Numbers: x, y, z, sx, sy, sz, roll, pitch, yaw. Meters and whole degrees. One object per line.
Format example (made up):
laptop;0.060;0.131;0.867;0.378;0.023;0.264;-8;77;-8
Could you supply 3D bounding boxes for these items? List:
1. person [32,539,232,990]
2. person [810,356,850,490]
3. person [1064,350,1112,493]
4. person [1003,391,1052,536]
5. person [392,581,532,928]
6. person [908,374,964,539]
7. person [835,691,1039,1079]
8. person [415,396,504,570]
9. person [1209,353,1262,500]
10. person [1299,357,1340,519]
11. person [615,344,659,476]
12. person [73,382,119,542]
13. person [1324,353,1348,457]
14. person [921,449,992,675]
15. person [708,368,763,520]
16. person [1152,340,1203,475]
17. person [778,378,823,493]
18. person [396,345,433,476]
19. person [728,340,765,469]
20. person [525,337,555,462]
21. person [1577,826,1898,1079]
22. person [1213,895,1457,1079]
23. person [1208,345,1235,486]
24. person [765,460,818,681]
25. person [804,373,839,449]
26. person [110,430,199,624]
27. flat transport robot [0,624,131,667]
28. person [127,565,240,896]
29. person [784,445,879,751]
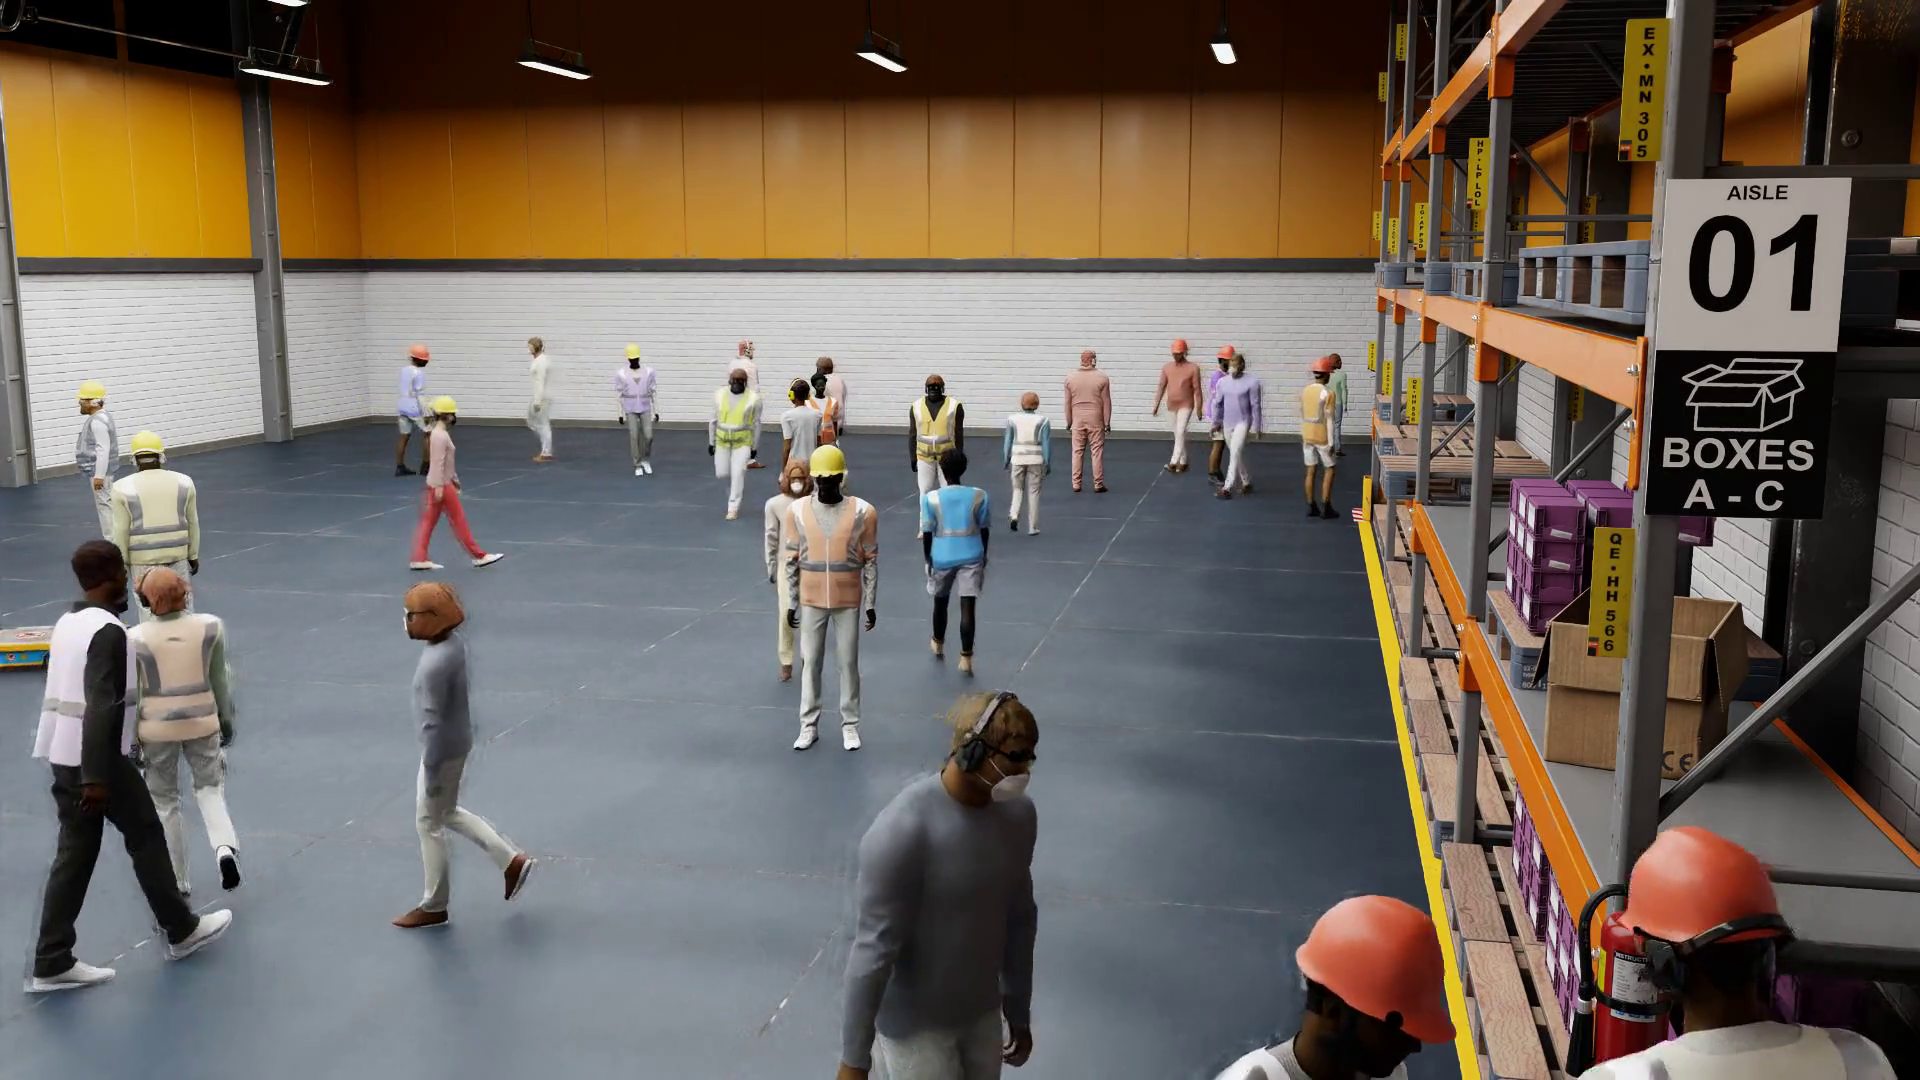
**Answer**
person;-3.605;0.936;7.122;0.680;1.854;0.900;8;12;41
person;-1.734;-1.531;22.113;0.728;1.819;0.631;7;12;38
person;1.710;-1.574;22.122;0.639;1.902;0.406;3;10;18
person;0.750;-0.855;18.618;0.565;1.620;0.380;3;10;15
person;-2.316;0.974;7.581;0.549;1.616;0.516;-1;9;-3
person;-0.266;-0.913;18.361;0.618;1.836;0.432;1;10;8
person;-0.037;1.341;4.554;0.441;1.902;0.709;8;12;40
person;-5.008;-0.555;16.490;0.906;1.724;0.543;-3;10;-20
person;3.603;-1.490;21.676;0.649;1.885;1.041;9;13;43
person;4.295;-1.220;19.902;0.396;1.929;0.567;-7;12;-36
person;-4.618;-1.860;23.822;0.609;1.902;0.426;-3;10;-17
person;-8.896;-0.719;17.168;0.404;1.830;0.601;-4;10;-24
person;5.887;-2.128;26.261;0.497;1.633;0.285;7;12;37
person;-0.029;0.141;12.516;0.544;1.644;0.859;-1;9;-5
person;-2.669;-1.161;19.885;0.649;1.818;0.590;1;10;8
person;3.104;-1.907;23.996;0.642;1.938;1.027;7;12;38
person;-1.641;-0.728;17.113;0.520;1.873;0.328;-8;12;-39
person;-7.763;-1.840;23.786;0.551;1.893;0.617;9;13;44
person;-3.172;-2.020;24.786;0.403;1.906;0.651;-8;12;-40
person;-6.459;-2.146;25.484;0.438;1.925;0.657;-3;10;-17
person;1.380;1.522;3.124;0.636;2.011;0.673;-1;10;-8
person;0.620;1.577;3.143;0.622;1.894;0.502;-8;13;-41
person;3.607;-1.700;22.804;0.391;1.929;0.557;4;10;22
person;-1.155;0.221;12.184;0.519;1.609;0.662;-2;10;-11
person;-1.743;-1.229;20.655;0.532;1.696;0.319;-4;10;-24
person;-5.881;0.112;12.174;0.593;1.828;0.403;-8;13;-41
flat transport robot;-7.123;0.816;12.616;1.431;0.197;0.652;-2;10;-12
person;-3.682;0.926;7.884;0.520;1.619;0.502;-8;12;-40
person;-0.802;0.363;10.371;0.590;1.926;0.388;1;9;3
